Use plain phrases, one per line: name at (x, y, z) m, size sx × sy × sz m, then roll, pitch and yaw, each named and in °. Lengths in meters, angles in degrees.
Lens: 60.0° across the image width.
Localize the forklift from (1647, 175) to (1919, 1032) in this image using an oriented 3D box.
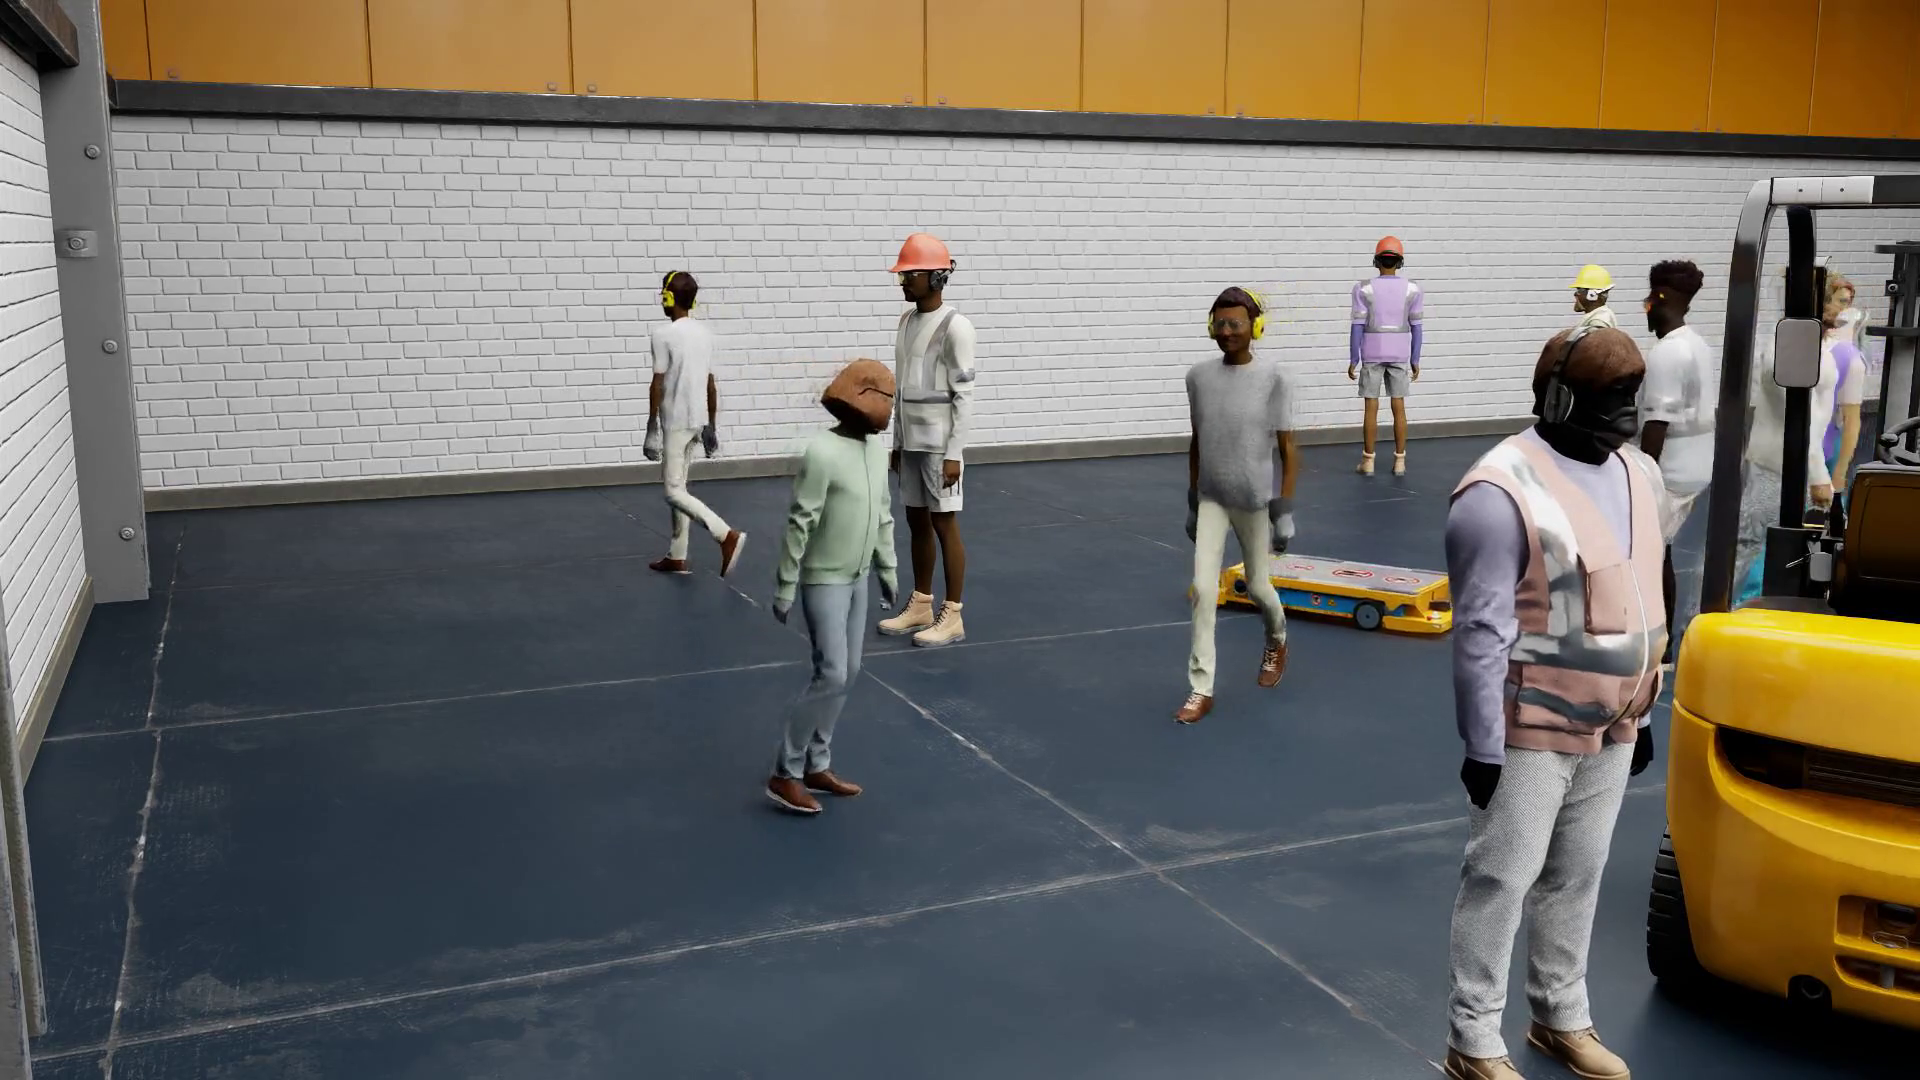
forklift at (2.810, 0.094, 4.662) m, size 1.214 × 2.155 × 2.313 m, roll 7°, pitch 12°, yaw 34°

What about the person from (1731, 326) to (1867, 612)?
person at (4.380, -0.414, 8.600) m, size 0.956 × 1.784 × 0.579 m, roll -5°, pitch 11°, yaw -26°

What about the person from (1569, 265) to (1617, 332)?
person at (4.526, -1.061, 12.020) m, size 0.403 × 1.835 × 0.588 m, roll 4°, pitch 11°, yaw 20°

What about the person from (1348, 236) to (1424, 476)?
person at (3.626, -1.566, 14.226) m, size 0.611 × 2.042 × 0.394 m, roll 1°, pitch 10°, yaw 3°

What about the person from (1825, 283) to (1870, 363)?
person at (8.092, -1.571, 15.368) m, size 0.515 × 1.638 × 0.315 m, roll 4°, pitch 11°, yaw 19°

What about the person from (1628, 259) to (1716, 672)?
person at (3.154, -0.297, 7.528) m, size 0.464 × 1.935 × 0.652 m, roll 7°, pitch 12°, yaw 34°

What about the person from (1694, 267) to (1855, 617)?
person at (4.002, -0.328, 7.843) m, size 1.025 × 1.881 × 0.650 m, roll 7°, pitch 13°, yaw 36°

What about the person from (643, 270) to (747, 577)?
person at (-1.600, -0.672, 9.859) m, size 0.728 × 1.843 × 0.522 m, roll 6°, pitch 12°, yaw 29°

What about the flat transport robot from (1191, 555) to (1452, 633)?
flat transport robot at (2.041, 0.266, 9.014) m, size 1.431 × 0.197 × 0.652 m, roll 8°, pitch 13°, yaw 36°

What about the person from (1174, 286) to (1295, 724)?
person at (1.226, -0.181, 7.197) m, size 0.531 × 1.835 × 0.921 m, roll 6°, pitch 12°, yaw 29°

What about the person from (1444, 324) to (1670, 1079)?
person at (1.391, 0.422, 3.870) m, size 0.618 × 1.836 × 0.432 m, roll -6°, pitch 12°, yaw -32°

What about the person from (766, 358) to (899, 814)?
person at (-0.426, 0.153, 5.932) m, size 0.424 × 1.605 × 0.521 m, roll 5°, pitch 11°, yaw 24°

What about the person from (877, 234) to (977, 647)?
person at (-0.171, -0.491, 8.303) m, size 0.374 × 2.044 × 0.605 m, roll -7°, pitch 12°, yaw -34°
